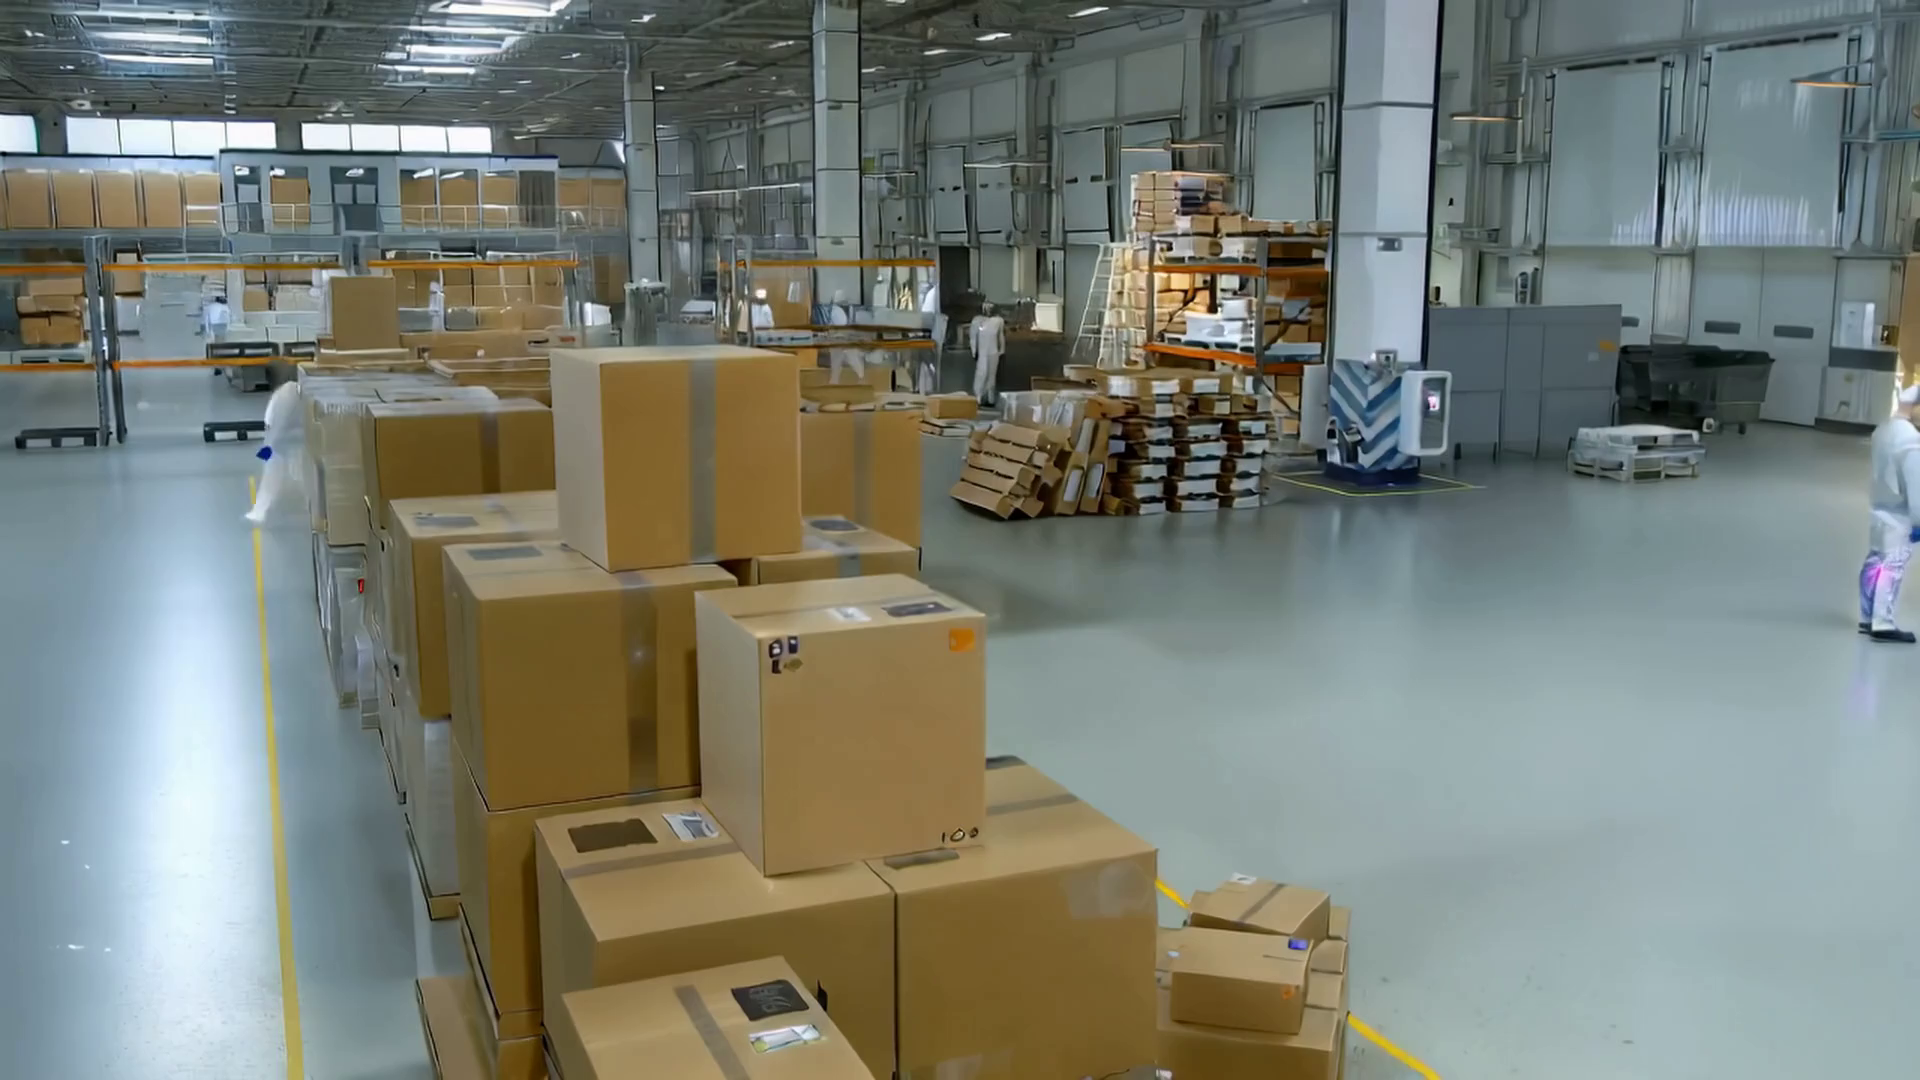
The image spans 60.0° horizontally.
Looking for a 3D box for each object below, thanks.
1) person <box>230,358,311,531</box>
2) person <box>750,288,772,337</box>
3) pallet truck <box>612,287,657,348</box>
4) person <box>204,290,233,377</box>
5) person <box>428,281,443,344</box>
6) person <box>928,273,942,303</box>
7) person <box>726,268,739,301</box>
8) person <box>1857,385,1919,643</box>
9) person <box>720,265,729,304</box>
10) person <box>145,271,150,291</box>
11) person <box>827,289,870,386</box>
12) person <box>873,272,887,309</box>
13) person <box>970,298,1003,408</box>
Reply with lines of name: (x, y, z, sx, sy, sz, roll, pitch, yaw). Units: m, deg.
person: (-6.939, -0.962, 17.023, 1.005, 1.783, 0.624, -6, 12, -29)
person: (-4.395, -4.560, 36.487, 0.611, 1.911, 0.577, -7, 12, -33)
pallet truck: (-6.464, -4.406, 35.401, 0.823, 1.965, 1.885, 6, 12, 32)
person: (-16.194, -4.526, 36.395, 0.552, 1.885, 1.008, 1, 10, 7)
person: (-14.052, -6.005, 44.564, 0.351, 1.878, 0.568, -8, 13, -39)
person: (-0.821, -8.052, 55.940, 0.518, 1.847, 0.796, -6, 12, -28)
person: (-8.169, -8.770, 59.609, 0.394, 1.943, 0.602, 6, 12, 32)
person: (6.971, -0.190, 12.377, 0.385, 1.929, 0.636, 0, 10, 1)
person: (-10.613, -11.627, 75.756, 0.637, 1.805, 0.939, -8, 13, -37)
person: (-27.326, -8.090, 55.949, 0.538, 1.904, 0.619, 2, 11, 13)
person: (-2.270, -4.080, 33.487, 0.901, 2.000, 0.694, 9, 14, 42)
person: (-2.441, -7.080, 50.141, 0.372, 1.997, 0.621, -7, 12, -33)
person: (0.482, -3.317, 29.566, 0.629, 1.940, 0.372, -5, 12, -27)
